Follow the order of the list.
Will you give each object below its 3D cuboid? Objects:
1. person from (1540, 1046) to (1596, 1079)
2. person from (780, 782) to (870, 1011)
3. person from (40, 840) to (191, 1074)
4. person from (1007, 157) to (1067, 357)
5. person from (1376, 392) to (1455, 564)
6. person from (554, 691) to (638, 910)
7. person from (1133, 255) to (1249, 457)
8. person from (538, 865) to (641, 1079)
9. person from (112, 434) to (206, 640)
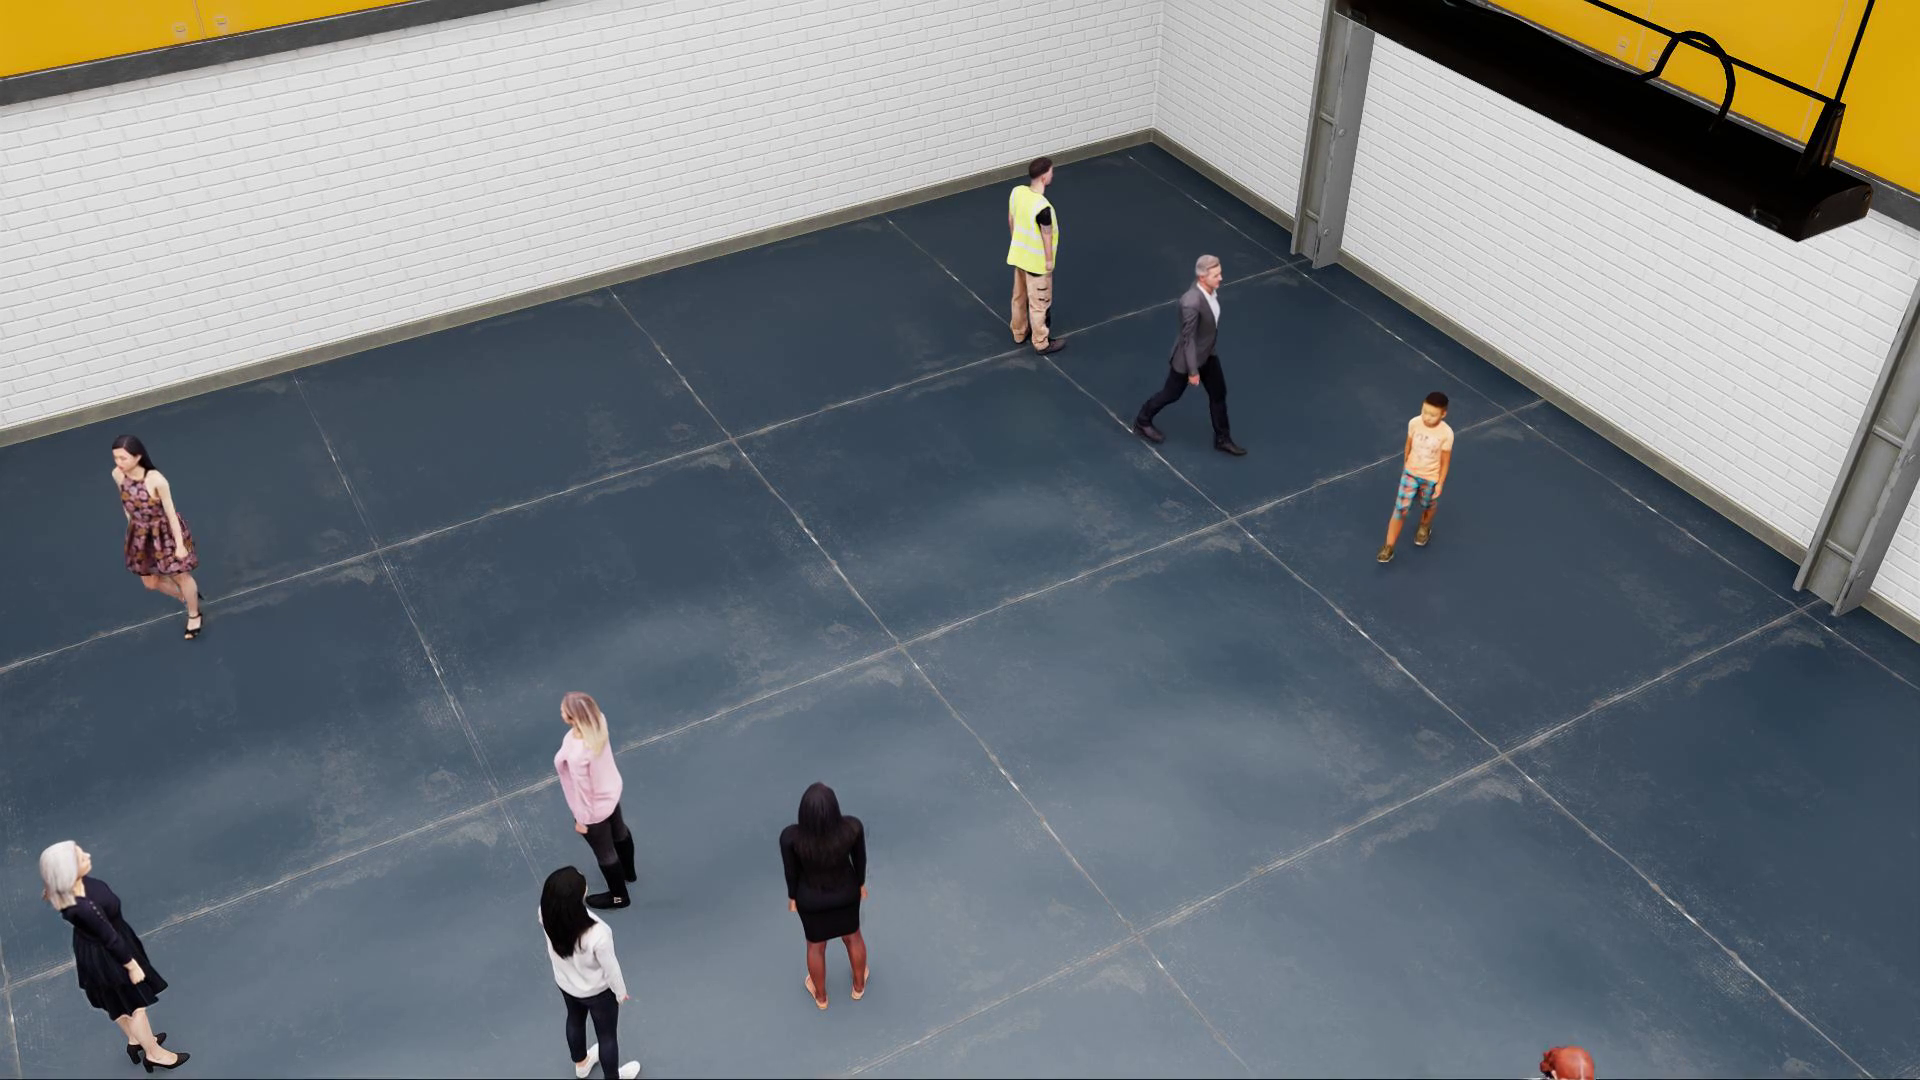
[{"bbox_3d":[2.754,2.928,7.986,0.903,1.729,1.265,-4,39,-5],"label":"person"},{"bbox_3d":[-0.734,1.955,9.211,0.664,1.720,0.607,-8,39,-10],"label":"person"},{"bbox_3d":[-4.525,2.216,8.864,0.620,1.746,0.739,27,46,30],"label":"person"},{"bbox_3d":[0.658,-2.514,14.707,0.779,1.844,0.681,-25,45,-27],"label":"person"},{"bbox_3d":[3.535,-0.527,12.556,0.958,1.425,0.875,20,43,23],"label":"person"},{"bbox_3d":[-2.125,1.519,9.783,0.744,1.687,0.670,7,39,8],"label":"person"},{"bbox_3d":[1.817,-1.497,13.485,1.342,1.782,1.114,20,43,23],"label":"person"},{"bbox_3d":[-1.988,2.320,8.770,0.652,1.700,0.751,18,42,21],"label":"person"},{"bbox_3d":[-5.571,-0.051,11.686,0.803,1.766,0.863,7,39,9],"label":"person"}]
